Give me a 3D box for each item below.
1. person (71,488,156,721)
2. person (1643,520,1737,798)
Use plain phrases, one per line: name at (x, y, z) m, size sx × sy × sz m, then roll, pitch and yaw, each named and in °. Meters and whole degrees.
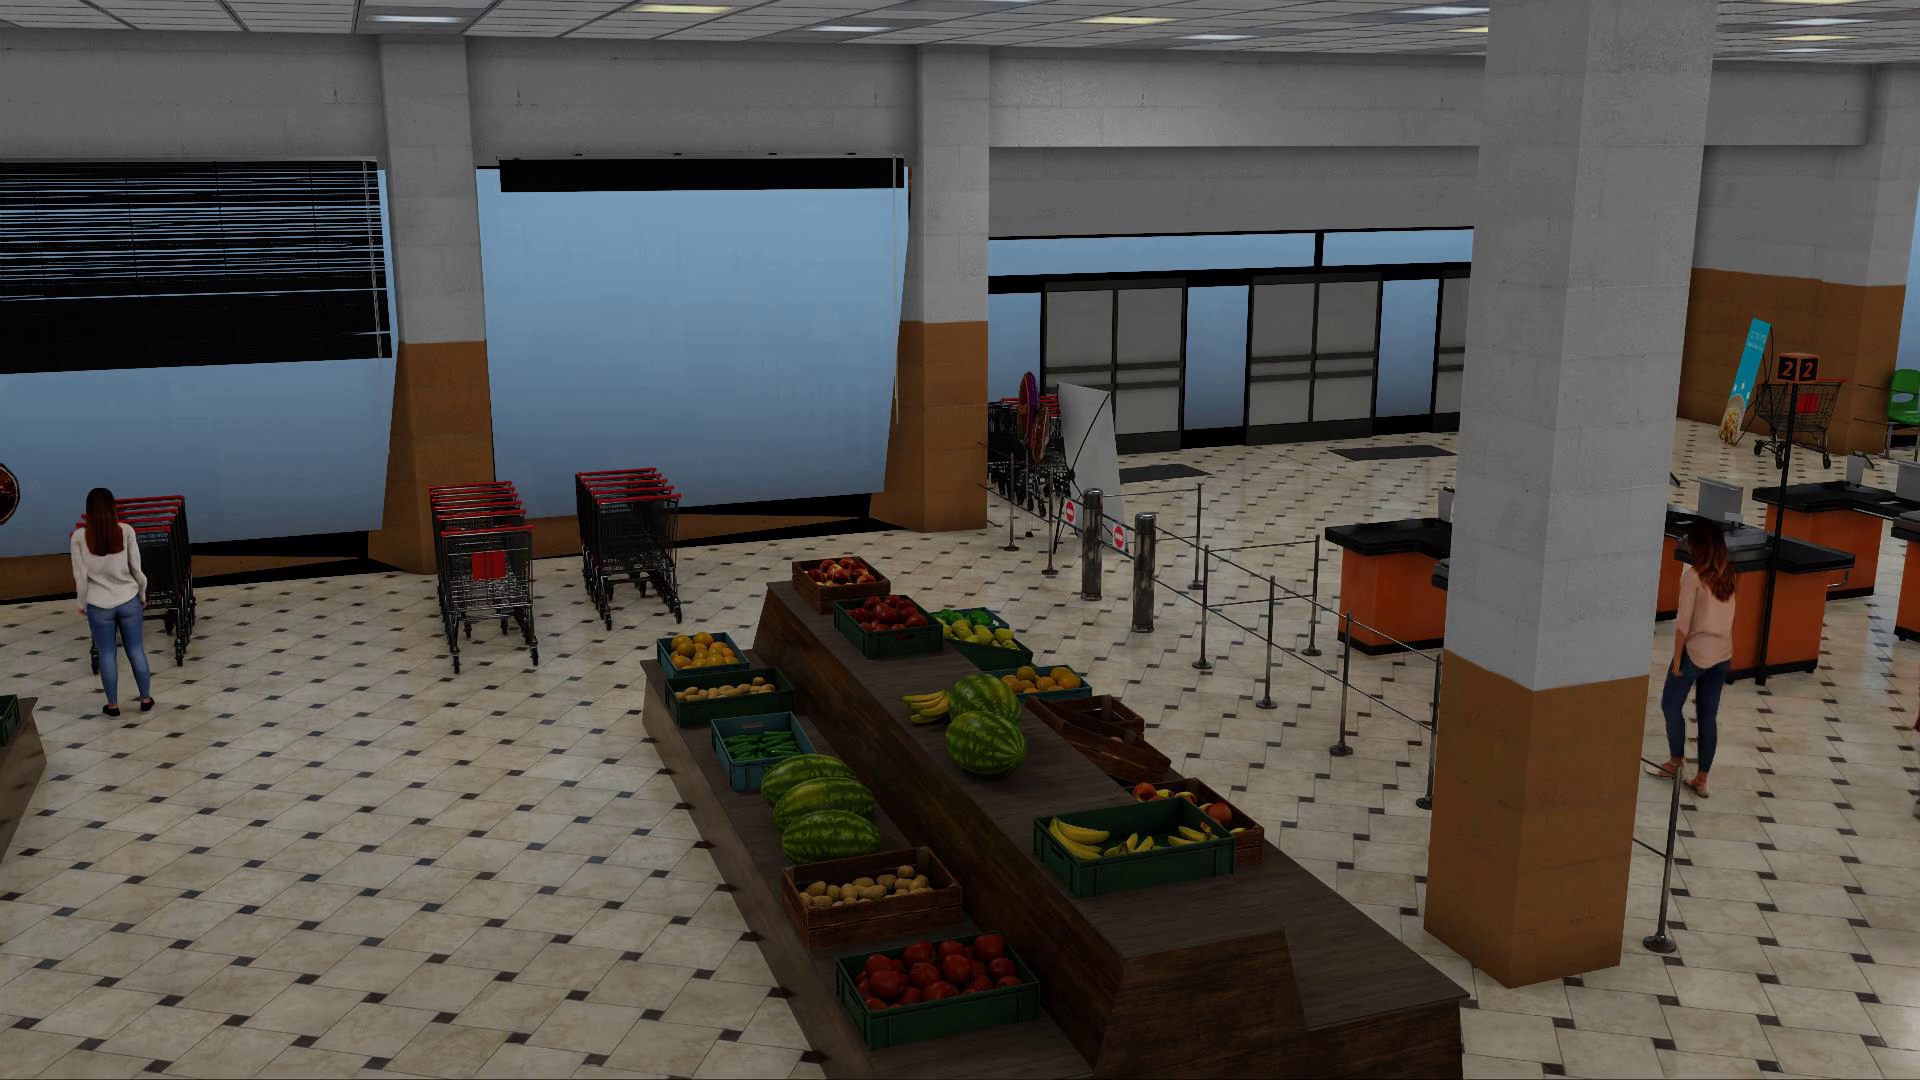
person at (-6.082, 0.449, 11.956) m, size 0.657 × 1.692 × 0.610 m, roll -8°, pitch 16°, yaw -30°
person at (4.719, 0.765, 10.479) m, size 0.694 × 1.773 × 0.729 m, roll -2°, pitch 14°, yaw -10°
